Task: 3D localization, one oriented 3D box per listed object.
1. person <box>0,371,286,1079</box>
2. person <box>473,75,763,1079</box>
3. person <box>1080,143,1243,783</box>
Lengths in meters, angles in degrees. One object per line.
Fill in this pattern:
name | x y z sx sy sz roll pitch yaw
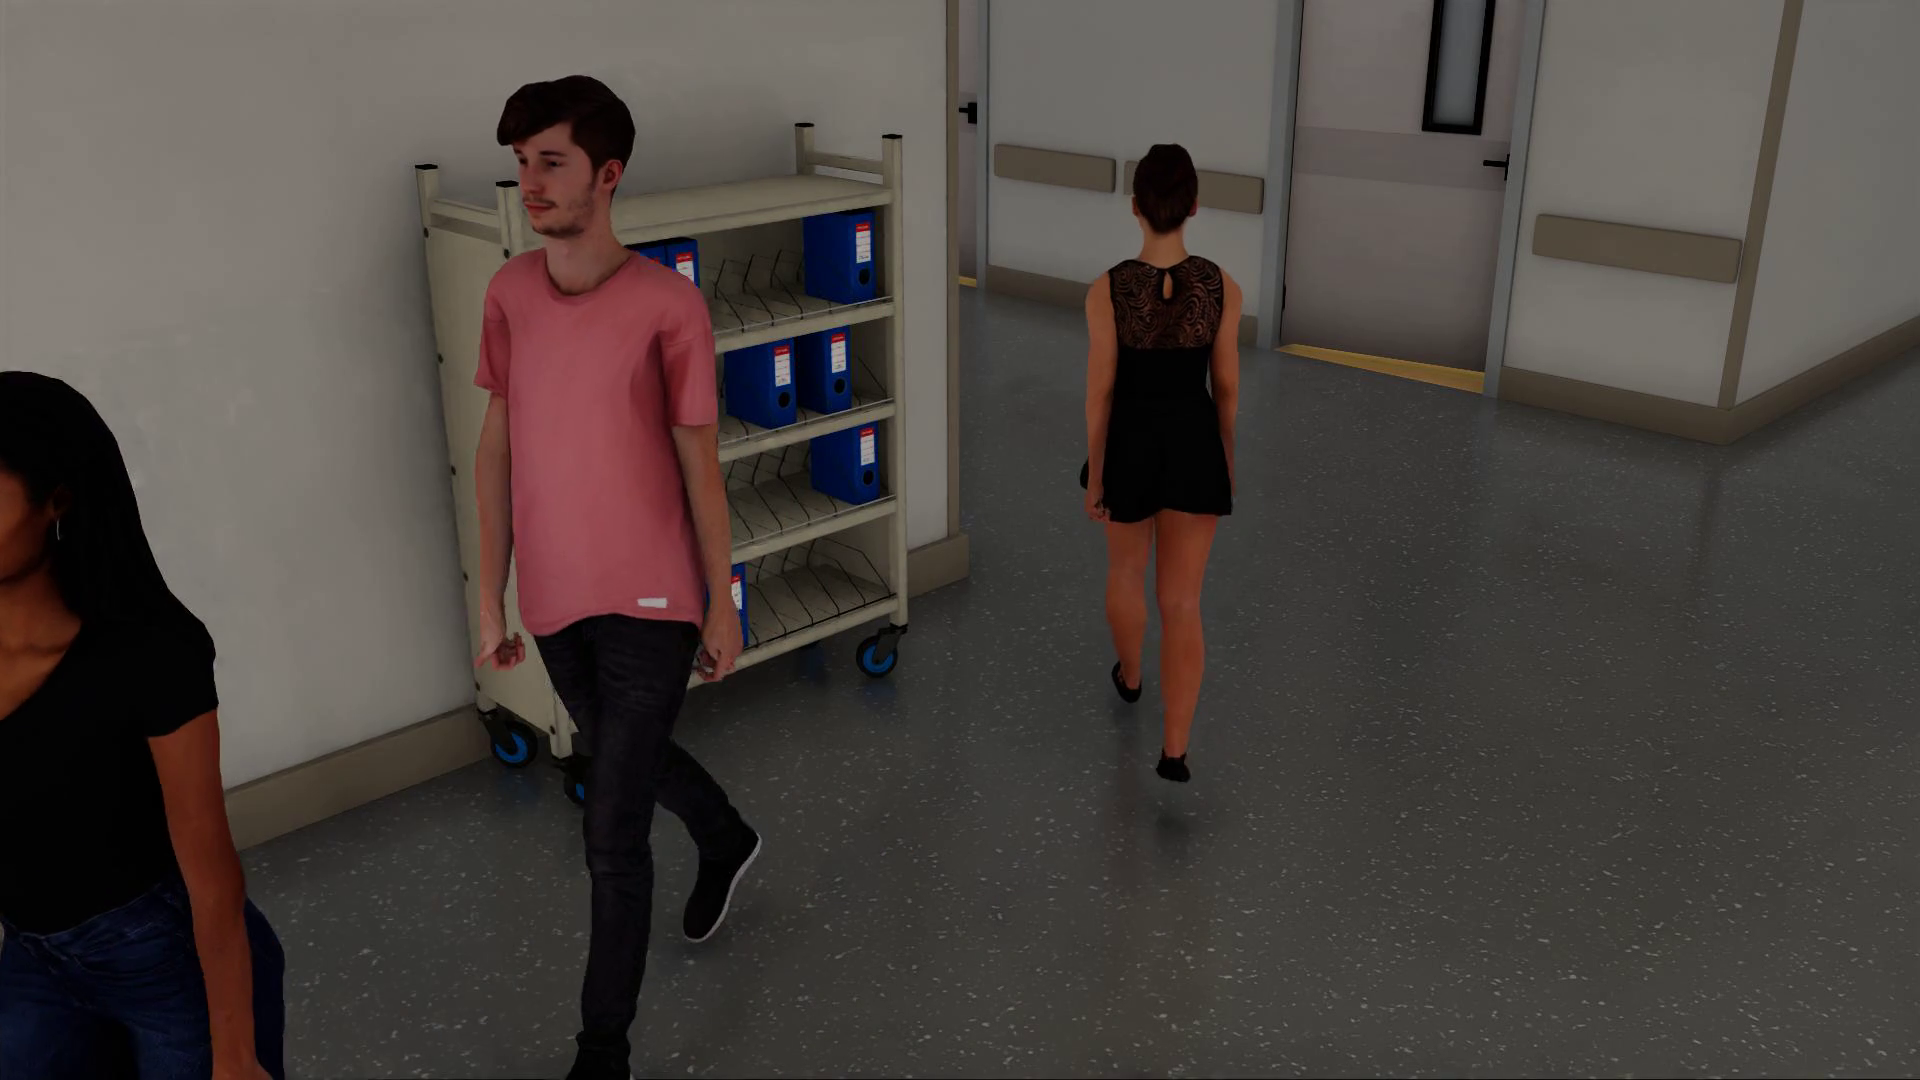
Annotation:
person | -1.031 0.594 2.261 0.823 1.714 1.093 8 22 20
person | -0.621 0.107 3.259 0.989 1.918 1.321 8 22 21
person | 0.525 -0.151 4.341 1.064 1.635 1.128 1 21 2
